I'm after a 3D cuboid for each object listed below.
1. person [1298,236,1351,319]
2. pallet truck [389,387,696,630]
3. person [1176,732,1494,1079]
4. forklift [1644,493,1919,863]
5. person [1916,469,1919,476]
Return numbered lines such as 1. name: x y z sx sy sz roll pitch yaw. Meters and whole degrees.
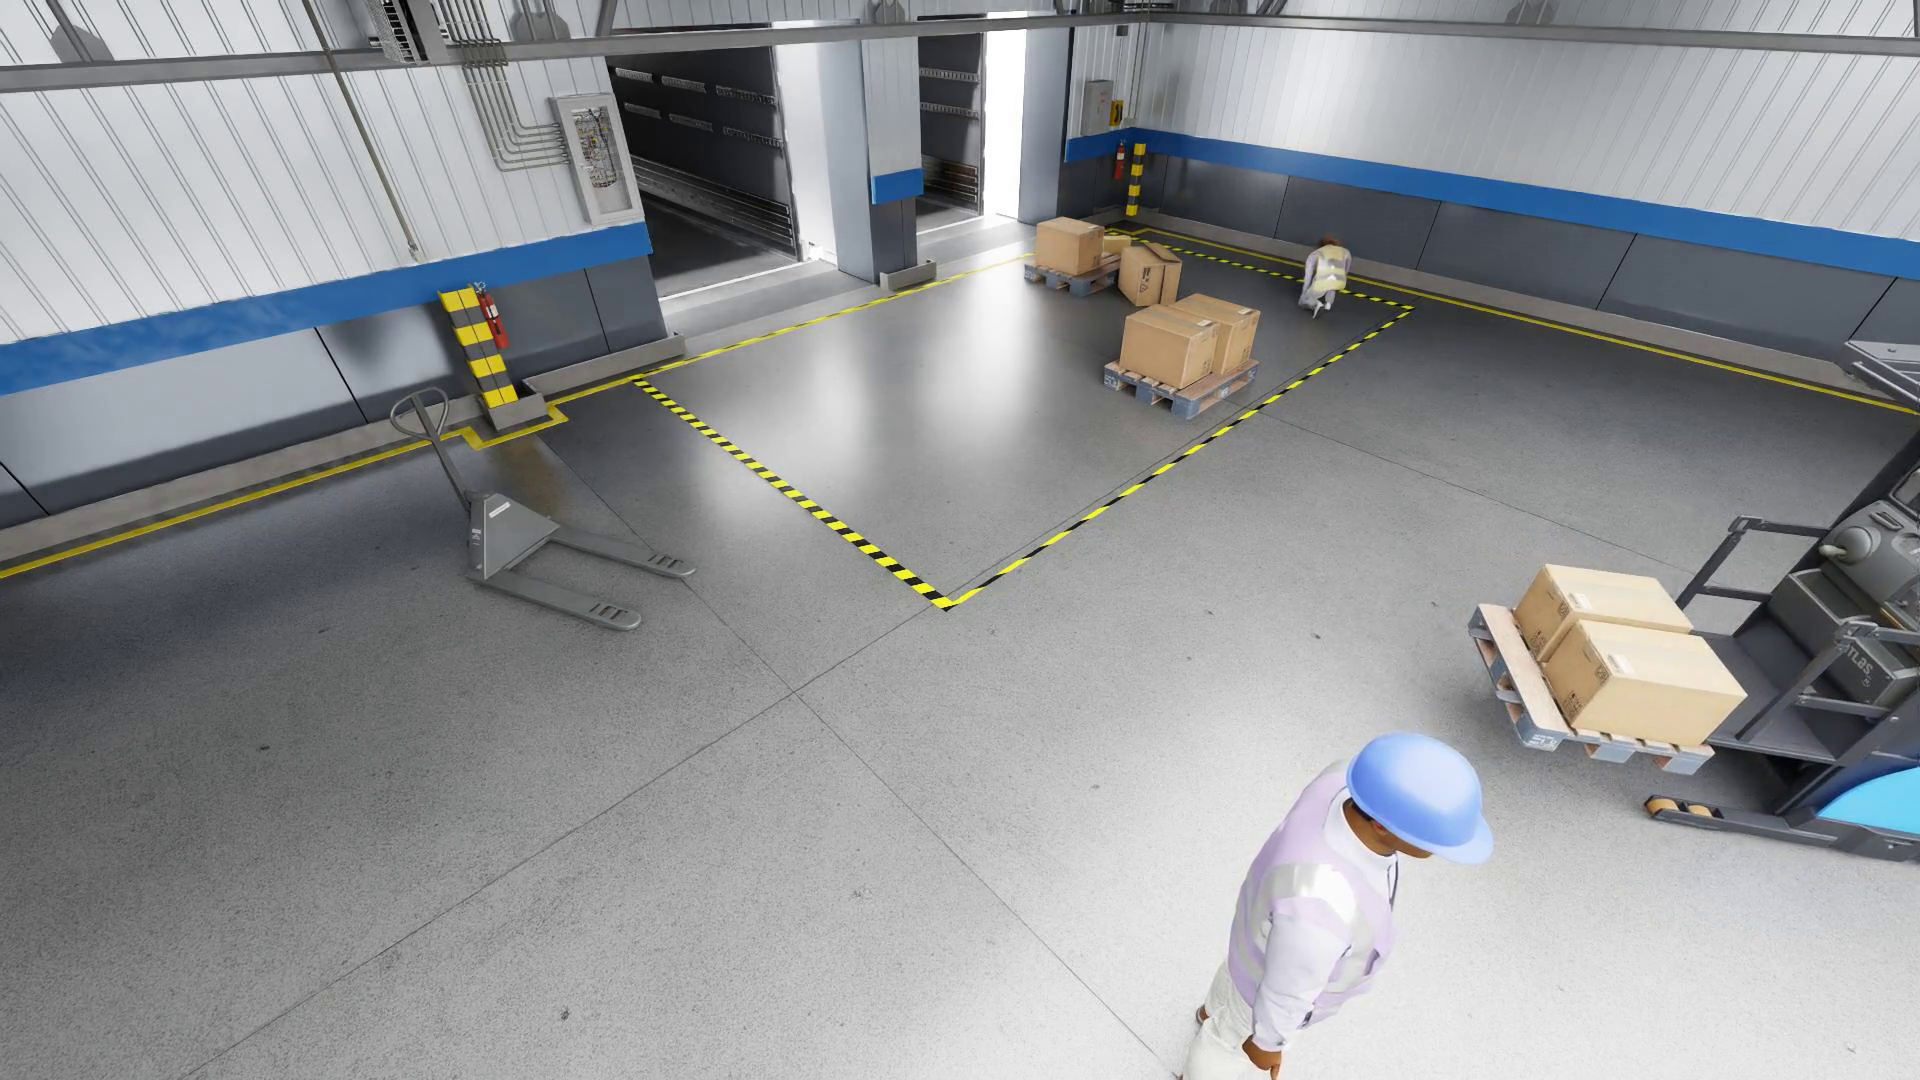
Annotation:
1. person: 4.366 -3.099 8.702 0.523 0.792 0.902 8 38 10
2. pallet truck: -2.613 -0.247 4.593 1.601 1.201 0.680 14 40 17
3. person: 0.976 1.204 2.136 0.393 1.945 0.616 23 43 26
4. forklift: 4.217 0.450 3.037 0.776 2.013 0.716 8 38 11
5. person: 7.920 -1.153 5.352 0.487 1.743 0.295 2 38 3
